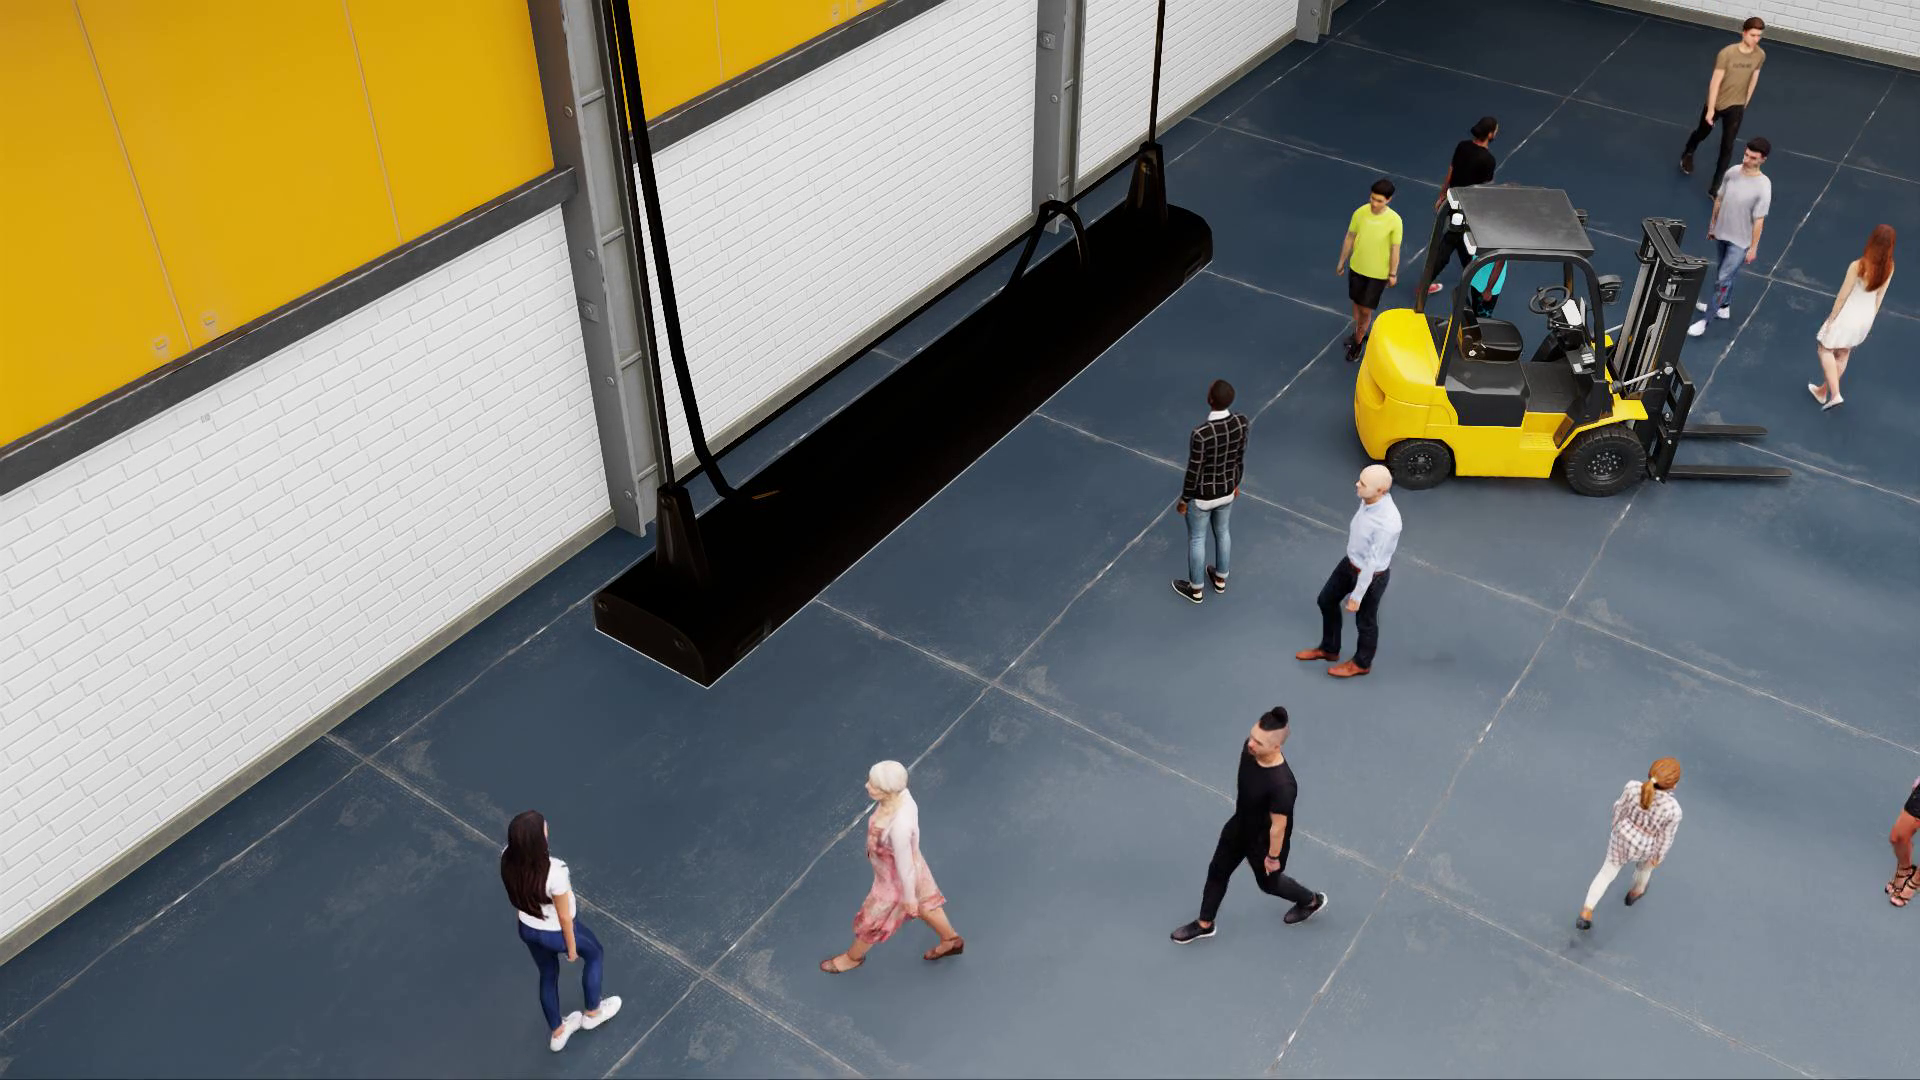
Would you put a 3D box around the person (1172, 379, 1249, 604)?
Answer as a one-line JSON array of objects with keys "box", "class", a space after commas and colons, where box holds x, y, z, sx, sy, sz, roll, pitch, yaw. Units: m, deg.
[{"box": [1.797, -0.346, 11.867, 0.654, 1.819, 0.805, -19, 42, -22], "class": "person"}]

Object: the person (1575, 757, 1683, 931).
[{"box": [3.884, 1.777, 9.636, 0.624, 1.287, 0.967, 31, 48, 33], "class": "person"}]

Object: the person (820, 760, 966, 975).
[{"box": [-0.268, 1.847, 9.259, 1.101, 1.647, 1.079, -4, 39, -5], "class": "person"}]

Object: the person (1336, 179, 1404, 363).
[{"box": [3.631, -2.426, 14.579, 0.700, 1.685, 0.754, 29, 47, 31], "class": "person"}]

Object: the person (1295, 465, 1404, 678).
[{"box": [2.794, 0.240, 11.168, 0.893, 1.775, 0.834, -6, 39, -7], "class": "person"}]

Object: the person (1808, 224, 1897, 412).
[{"box": [7.426, -1.788, 13.769, 0.842, 1.700, 0.959, 0, 39, 0], "class": "person"}]

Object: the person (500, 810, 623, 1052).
[{"box": [-2.222, 2.130, 8.812, 0.651, 1.763, 0.699, 16, 41, 19], "class": "person"}]

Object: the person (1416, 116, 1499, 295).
[{"box": [4.562, -3.019, 15.303, 1.199, 1.709, 1.026, -13, 41, -16], "class": "person"}]

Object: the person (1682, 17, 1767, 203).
[{"box": [7.796, -4.479, 17.052, 1.089, 1.808, 1.335, 3, 39, 3], "class": "person"}]

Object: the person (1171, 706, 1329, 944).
[{"box": [1.762, 1.629, 9.388, 1.275, 1.828, 1.125, -12, 40, -15], "class": "person"}]

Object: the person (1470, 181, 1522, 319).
[{"box": [4.528, -2.235, 14.240, 0.745, 1.810, 0.633, 1, 39, 1], "class": "person"}]

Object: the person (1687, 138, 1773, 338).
[{"box": [6.962, -2.722, 14.809, 1.071, 1.861, 0.978, -11, 40, -13], "class": "person"}]
